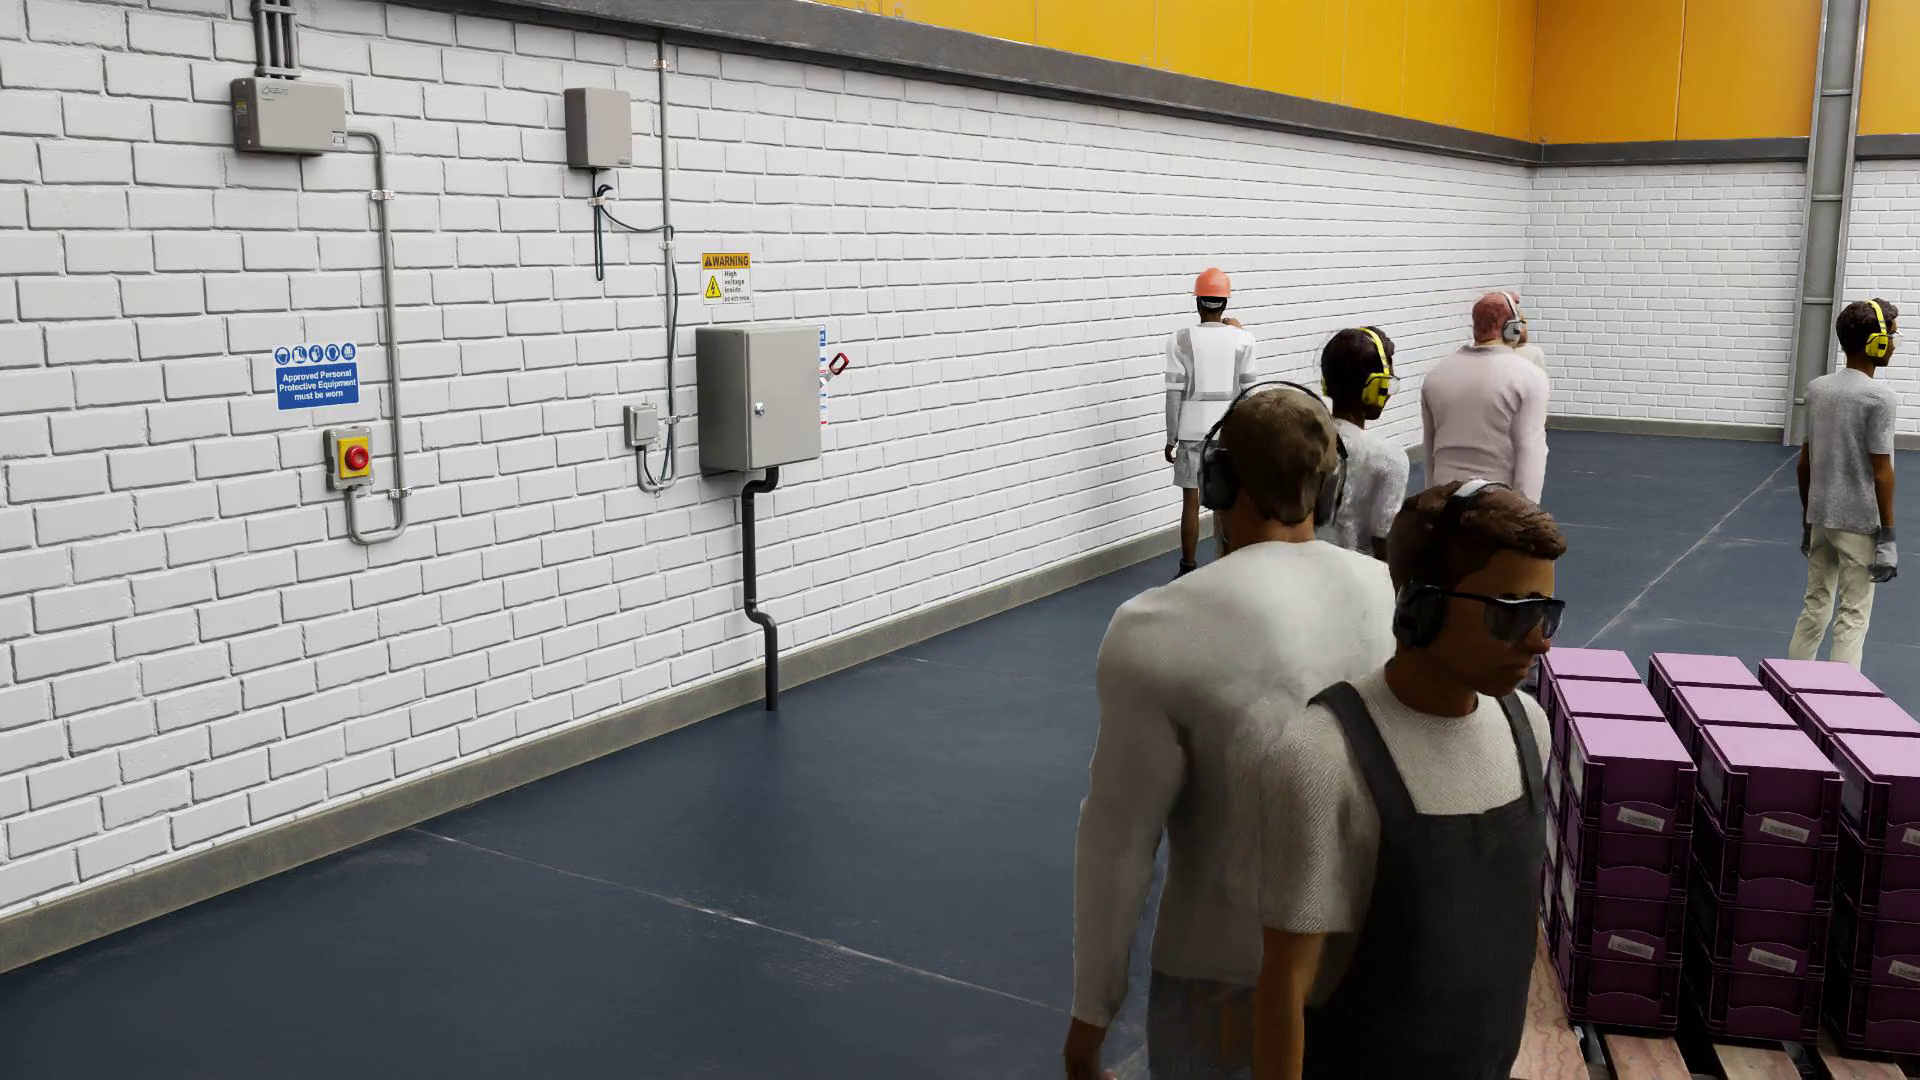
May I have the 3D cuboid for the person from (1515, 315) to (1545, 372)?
[{"bbox_3d":[4.037,-0.901,12.307,0.518,1.583,0.882,5,11,25],"label":"person"}]

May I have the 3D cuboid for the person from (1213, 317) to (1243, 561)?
[{"bbox_3d":[1.609,-0.532,10.130,0.306,1.640,0.522,4,11,20],"label":"person"}]

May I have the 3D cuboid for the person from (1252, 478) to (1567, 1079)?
[{"bbox_3d":[0.590,0.798,2.376,0.557,1.811,0.919,-5,11,-24],"label":"person"}]

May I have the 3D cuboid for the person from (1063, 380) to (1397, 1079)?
[{"bbox_3d":[0.502,0.692,2.694,0.667,1.888,0.966,-5,11,-24],"label":"person"}]

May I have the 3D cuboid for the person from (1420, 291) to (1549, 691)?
[{"bbox_3d":[2.440,-0.185,7.556,0.966,1.862,0.676,-8,13,-39],"label":"person"}]

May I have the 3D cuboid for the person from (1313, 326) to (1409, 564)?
[{"bbox_3d":[1.107,0.297,4.973,0.417,1.843,0.544,-9,14,-42],"label":"person"}]

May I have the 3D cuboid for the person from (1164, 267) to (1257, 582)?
[{"bbox_3d":[1.481,-0.646,9.934,0.545,1.938,0.362,-1,10,-3],"label":"person"}]

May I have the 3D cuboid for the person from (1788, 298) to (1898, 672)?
[{"bbox_3d":[3.619,-0.040,6.764,0.328,1.872,0.509,-2,10,-12],"label":"person"}]
